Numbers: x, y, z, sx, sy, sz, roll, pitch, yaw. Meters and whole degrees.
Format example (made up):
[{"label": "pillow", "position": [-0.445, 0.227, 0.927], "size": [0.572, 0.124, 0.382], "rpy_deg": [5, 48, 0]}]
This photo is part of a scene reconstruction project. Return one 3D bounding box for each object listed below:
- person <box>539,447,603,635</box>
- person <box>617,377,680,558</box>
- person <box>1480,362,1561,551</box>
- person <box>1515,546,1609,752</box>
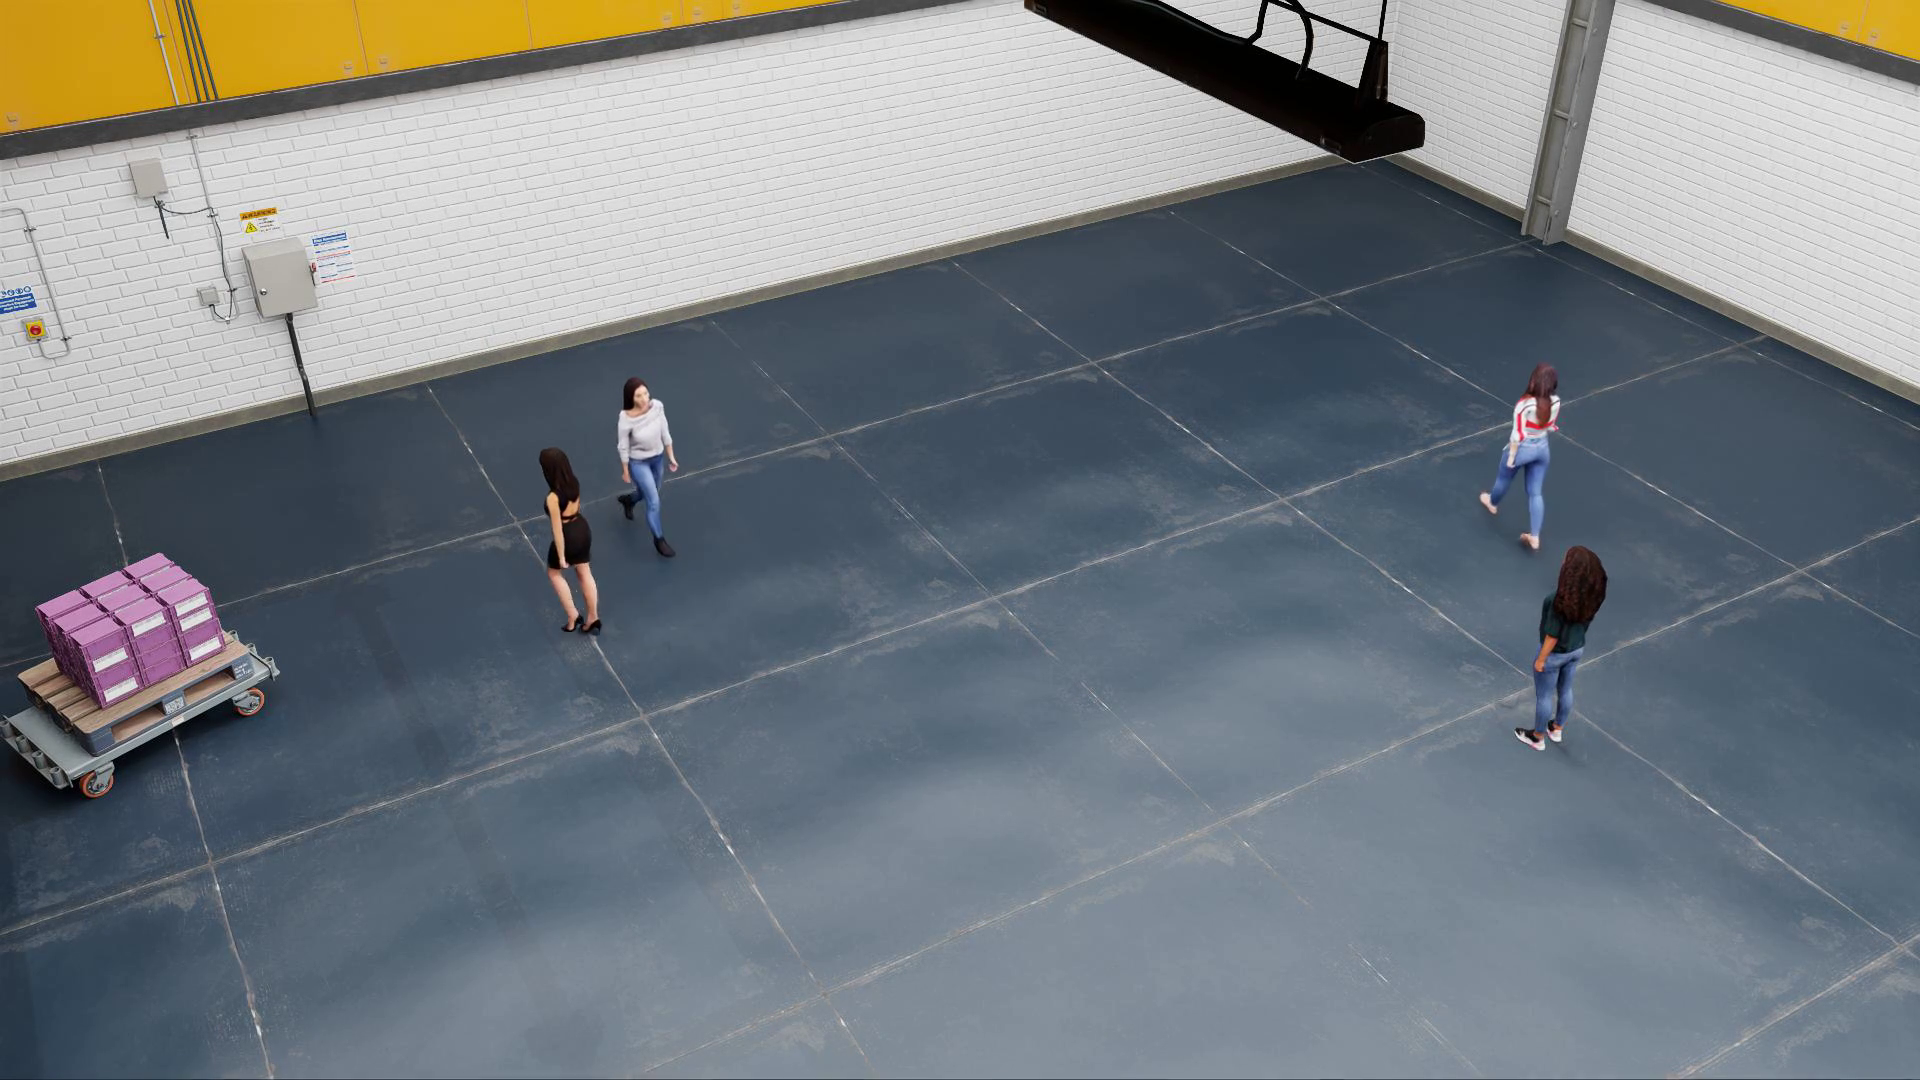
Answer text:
[{"label": "person", "position": [-2.857, 0.045, 12.553], "size": [0.732, 1.634, 0.682], "rpy_deg": [14, 36, 20]}, {"label": "person", "position": [-2.625, -0.646, 13.624], "size": [1.091, 1.600, 0.826], "rpy_deg": [25, 41, 33]}, {"label": "person", "position": [4.723, -0.672, 13.692], "size": [0.825, 1.568, 1.162], "rpy_deg": [-8, 34, -11]}, {"label": "person", "position": [4.159, 0.750, 11.510], "size": [0.597, 1.615, 0.586], "rpy_deg": [-16, 37, -23]}]
